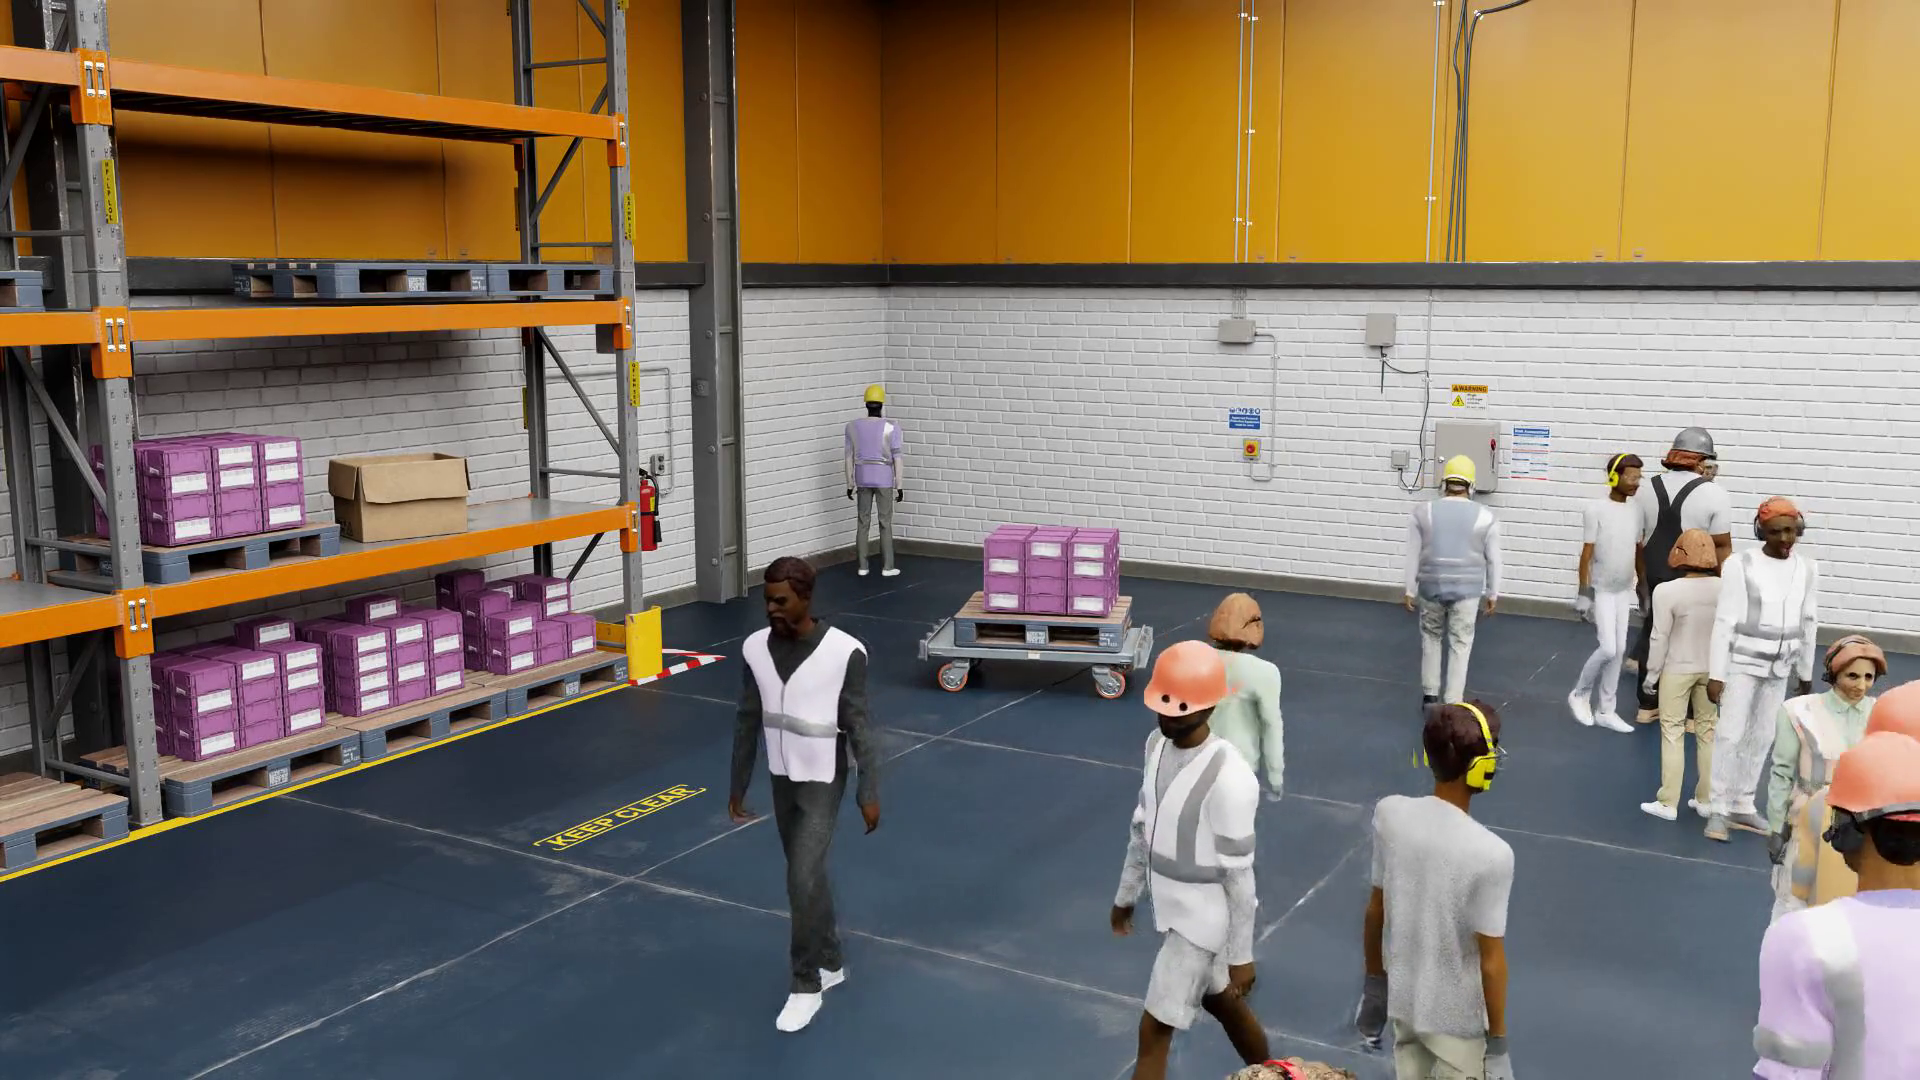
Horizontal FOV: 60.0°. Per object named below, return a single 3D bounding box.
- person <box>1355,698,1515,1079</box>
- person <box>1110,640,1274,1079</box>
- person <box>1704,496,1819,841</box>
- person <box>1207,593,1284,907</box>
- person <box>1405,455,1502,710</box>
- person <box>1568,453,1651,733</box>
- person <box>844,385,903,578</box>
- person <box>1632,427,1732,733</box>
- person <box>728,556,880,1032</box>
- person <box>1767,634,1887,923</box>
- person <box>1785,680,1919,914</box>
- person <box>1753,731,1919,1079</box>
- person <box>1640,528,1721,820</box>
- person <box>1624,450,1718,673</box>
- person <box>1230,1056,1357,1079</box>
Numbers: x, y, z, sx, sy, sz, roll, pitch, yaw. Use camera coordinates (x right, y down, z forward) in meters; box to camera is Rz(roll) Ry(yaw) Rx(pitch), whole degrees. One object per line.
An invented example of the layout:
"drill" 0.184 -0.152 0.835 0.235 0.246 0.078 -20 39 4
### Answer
"person" 1.303 1.366 4.735 0.647 1.844 0.521 -5 10 -30
"person" 0.774 1.225 5.503 0.997 1.880 0.610 -3 10 -17
"person" 4.250 0.686 8.860 0.656 1.873 0.376 -2 9 -12
"person" 1.181 1.037 7.536 0.510 1.600 0.816 8 12 41
"person" 3.355 0.324 11.312 0.620 1.807 0.615 3 10 20
"person" 4.329 0.348 10.998 0.556 1.858 0.381 -4 10 -25
"person" -0.849 -0.583 16.617 0.595 1.923 0.377 2 9 12
"person" 4.836 0.245 11.093 0.535 2.000 0.674 -7 12 -38
"person" -0.692 1.010 6.753 0.639 1.890 0.739 6 11 34
"person" 3.436 1.173 6.549 0.512 1.640 0.312 1 9 7
"person" 2.686 1.330 4.795 1.019 1.882 0.565 -2 9 -15
"person" 2.047 1.423 3.849 0.622 2.001 0.902 0 9 -1
"person" 4.041 0.745 9.237 0.497 1.633 0.284 -2 9 -10
"person" 5.331 0.199 12.154 0.537 1.798 0.969 -8 12 -42
"person" 0.487 1.700 2.710 0.656 1.812 0.554 -7 12 -39
